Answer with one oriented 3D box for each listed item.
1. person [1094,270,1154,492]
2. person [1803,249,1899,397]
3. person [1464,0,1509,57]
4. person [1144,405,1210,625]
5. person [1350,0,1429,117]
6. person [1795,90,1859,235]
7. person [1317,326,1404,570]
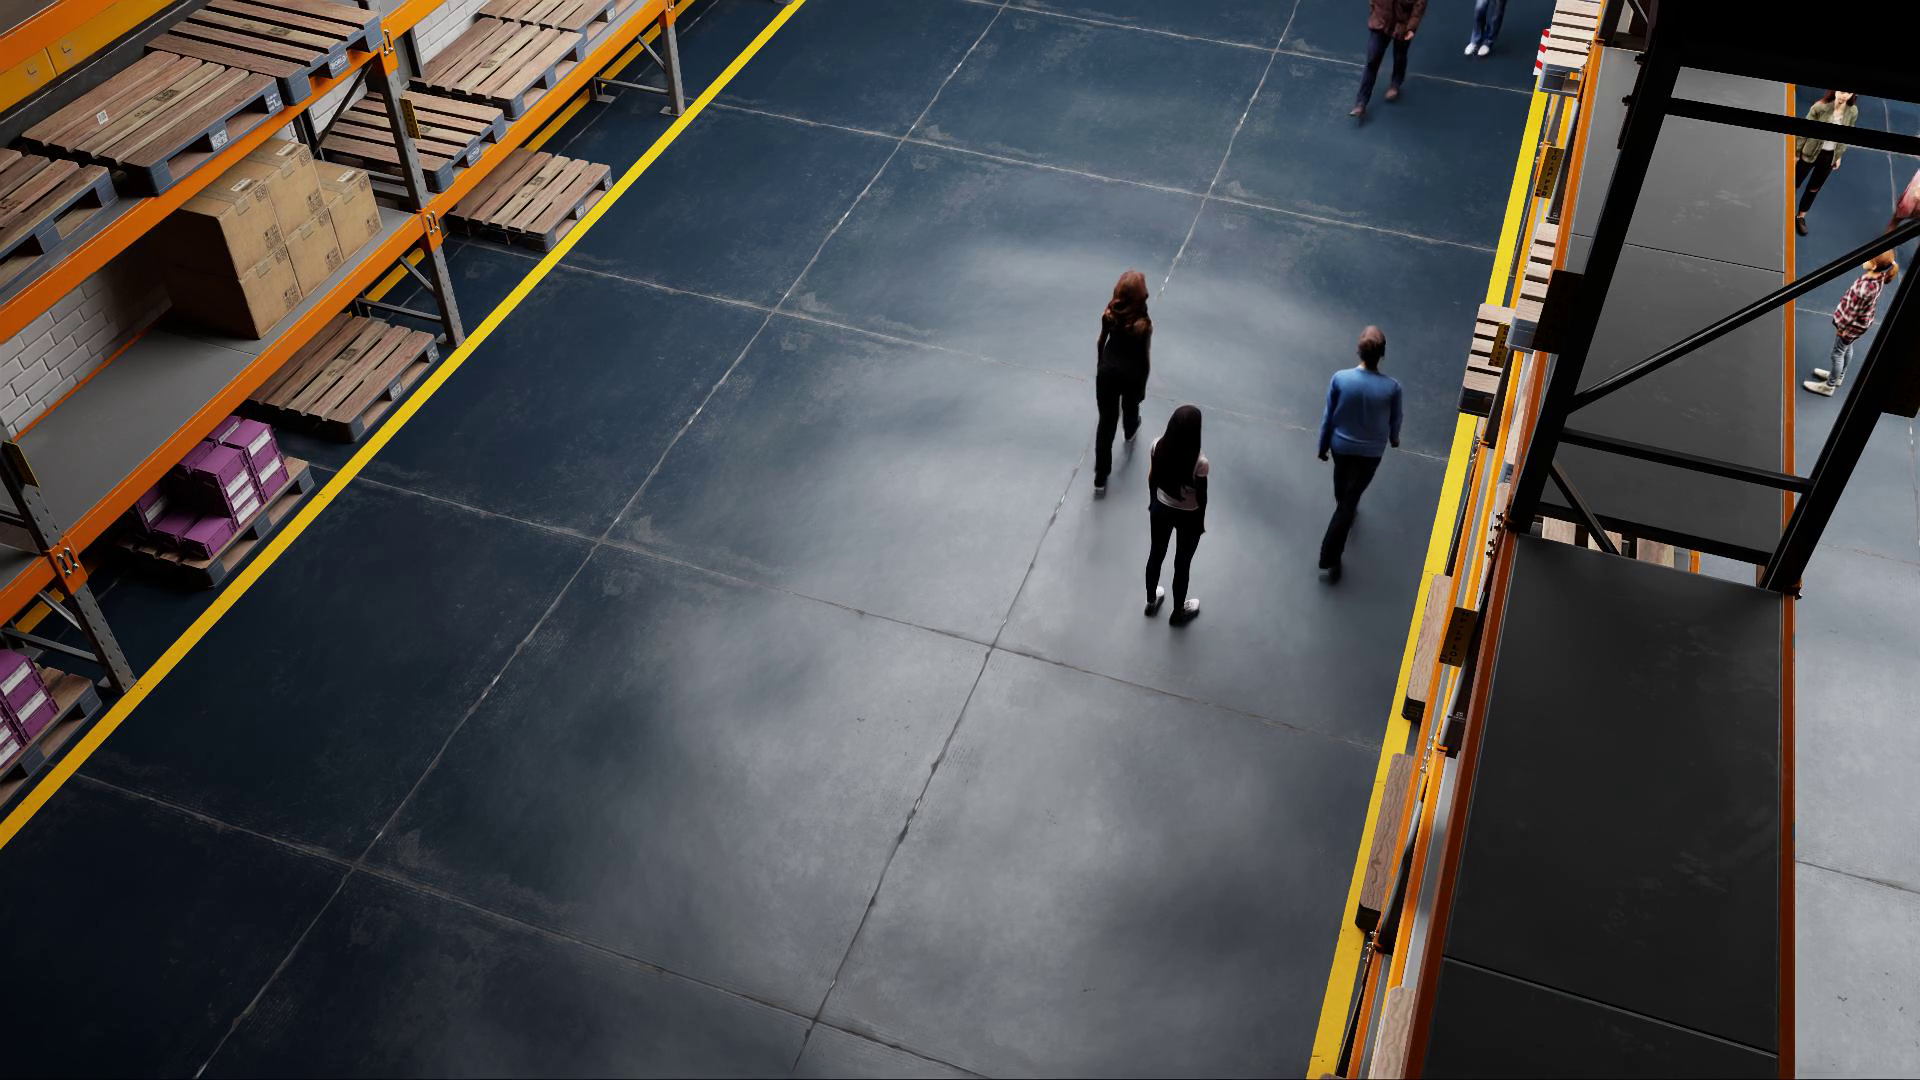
[{"bbox_3d":[1.119,-1.116,11.952,0.590,1.697,1.114,14,45,14],"label":"person"},{"bbox_3d":[6.921,-1.700,12.850,0.649,1.303,0.536,32,52,29],"label":"person"},{"bbox_3d":[5.502,-5.746,16.784,0.646,1.734,0.673,23,48,22],"label":"person"},{"bbox_3d":[1.411,-0.158,10.888,0.642,1.776,0.609,27,50,26],"label":"person"},{"bbox_3d":[4.215,-4.996,15.952,0.877,1.796,1.217,22,48,21],"label":"person"},{"bbox_3d":[7.457,-3.355,14.462,0.620,1.475,0.576,5,44,6],"label":"person"},{"bbox_3d":[2.682,-0.591,11.345,0.773,1.773,1.209,21,47,20],"label":"person"}]
